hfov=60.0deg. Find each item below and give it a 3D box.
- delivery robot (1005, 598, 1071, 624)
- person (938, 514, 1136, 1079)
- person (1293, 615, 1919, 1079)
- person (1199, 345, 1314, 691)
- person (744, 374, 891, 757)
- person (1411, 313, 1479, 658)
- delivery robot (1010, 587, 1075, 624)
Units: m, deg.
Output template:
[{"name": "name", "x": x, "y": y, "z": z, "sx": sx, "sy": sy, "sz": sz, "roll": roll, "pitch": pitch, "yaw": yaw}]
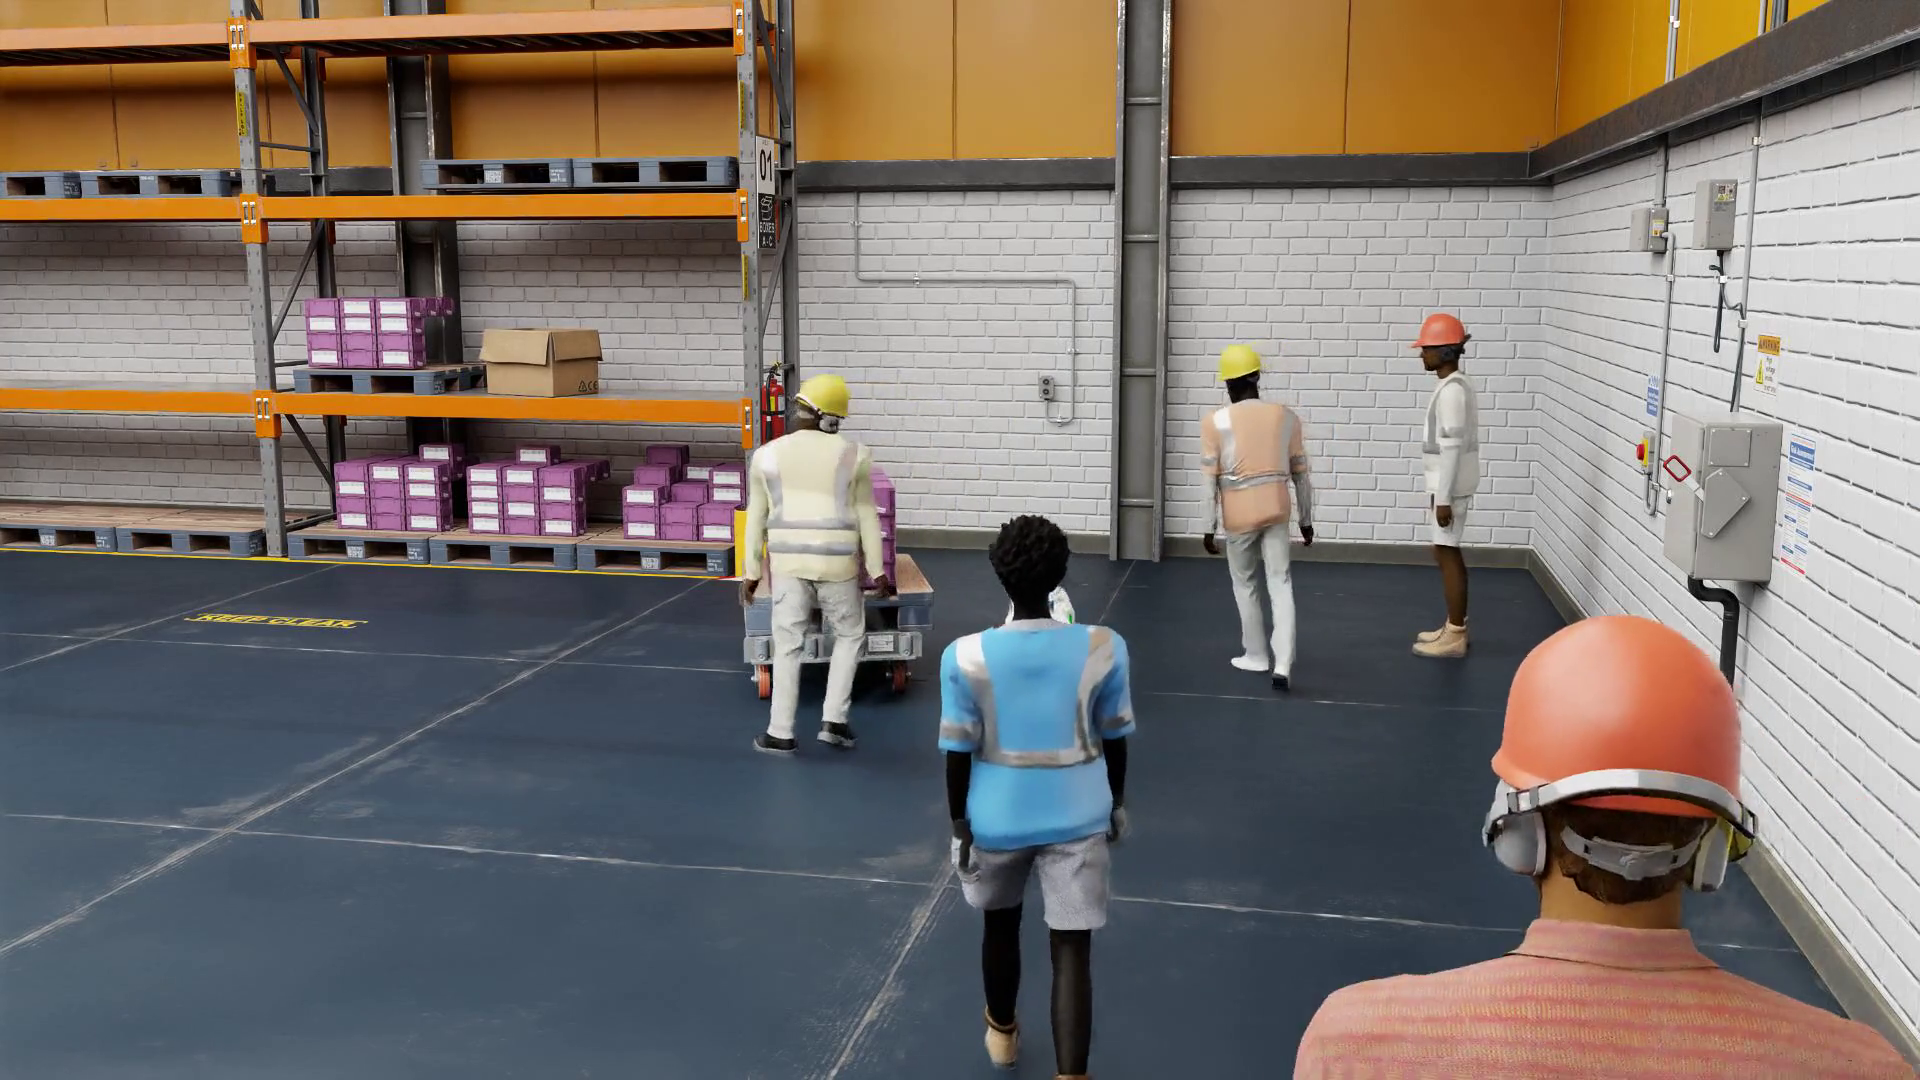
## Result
[{"name": "delivery robot", "x": 0.445, "y": 0.547, "z": 8.797, "sx": 0.477, "sy": 0.478, "sz": 0.707, "roll": -1, "pitch": 9, "yaw": -6}, {"name": "person", "x": 0.209, "y": 0.759, "z": 4.470, "sx": 0.530, "sy": 1.662, "sz": 0.838, "roll": 0, "pitch": 9, "yaw": 2}, {"name": "person", "x": 0.631, "y": 1.053, "z": 1.794, "sx": 0.650, "sy": 1.964, "sz": 0.726, "roll": 0, "pitch": 9, "yaw": 3}, {"name": "person", "x": 1.679, "y": -0.118, "z": 9.130, "sx": 0.712, "sy": 1.877, "sz": 0.796, "roll": -2, "pitch": 10, "yaw": -14}, {"name": "person", "x": -0.669, "y": 0.125, "z": 7.868, "sx": 0.687, "sy": 1.801, "sz": 0.415, "roll": 1, "pitch": 9, "yaw": 5}, {"name": "person", "x": 2.864, "y": -0.321, "z": 9.884, "sx": 0.425, "sy": 2.034, "sz": 0.610, "roll": 3, "pitch": 10, "yaw": 19}, {"name": "delivery robot", "x": 0.464, "y": 0.427, "z": 9.516, "sx": 0.477, "sy": 0.478, "sz": 0.707, "roll": 0, "pitch": 9, "yaw": -1}]
